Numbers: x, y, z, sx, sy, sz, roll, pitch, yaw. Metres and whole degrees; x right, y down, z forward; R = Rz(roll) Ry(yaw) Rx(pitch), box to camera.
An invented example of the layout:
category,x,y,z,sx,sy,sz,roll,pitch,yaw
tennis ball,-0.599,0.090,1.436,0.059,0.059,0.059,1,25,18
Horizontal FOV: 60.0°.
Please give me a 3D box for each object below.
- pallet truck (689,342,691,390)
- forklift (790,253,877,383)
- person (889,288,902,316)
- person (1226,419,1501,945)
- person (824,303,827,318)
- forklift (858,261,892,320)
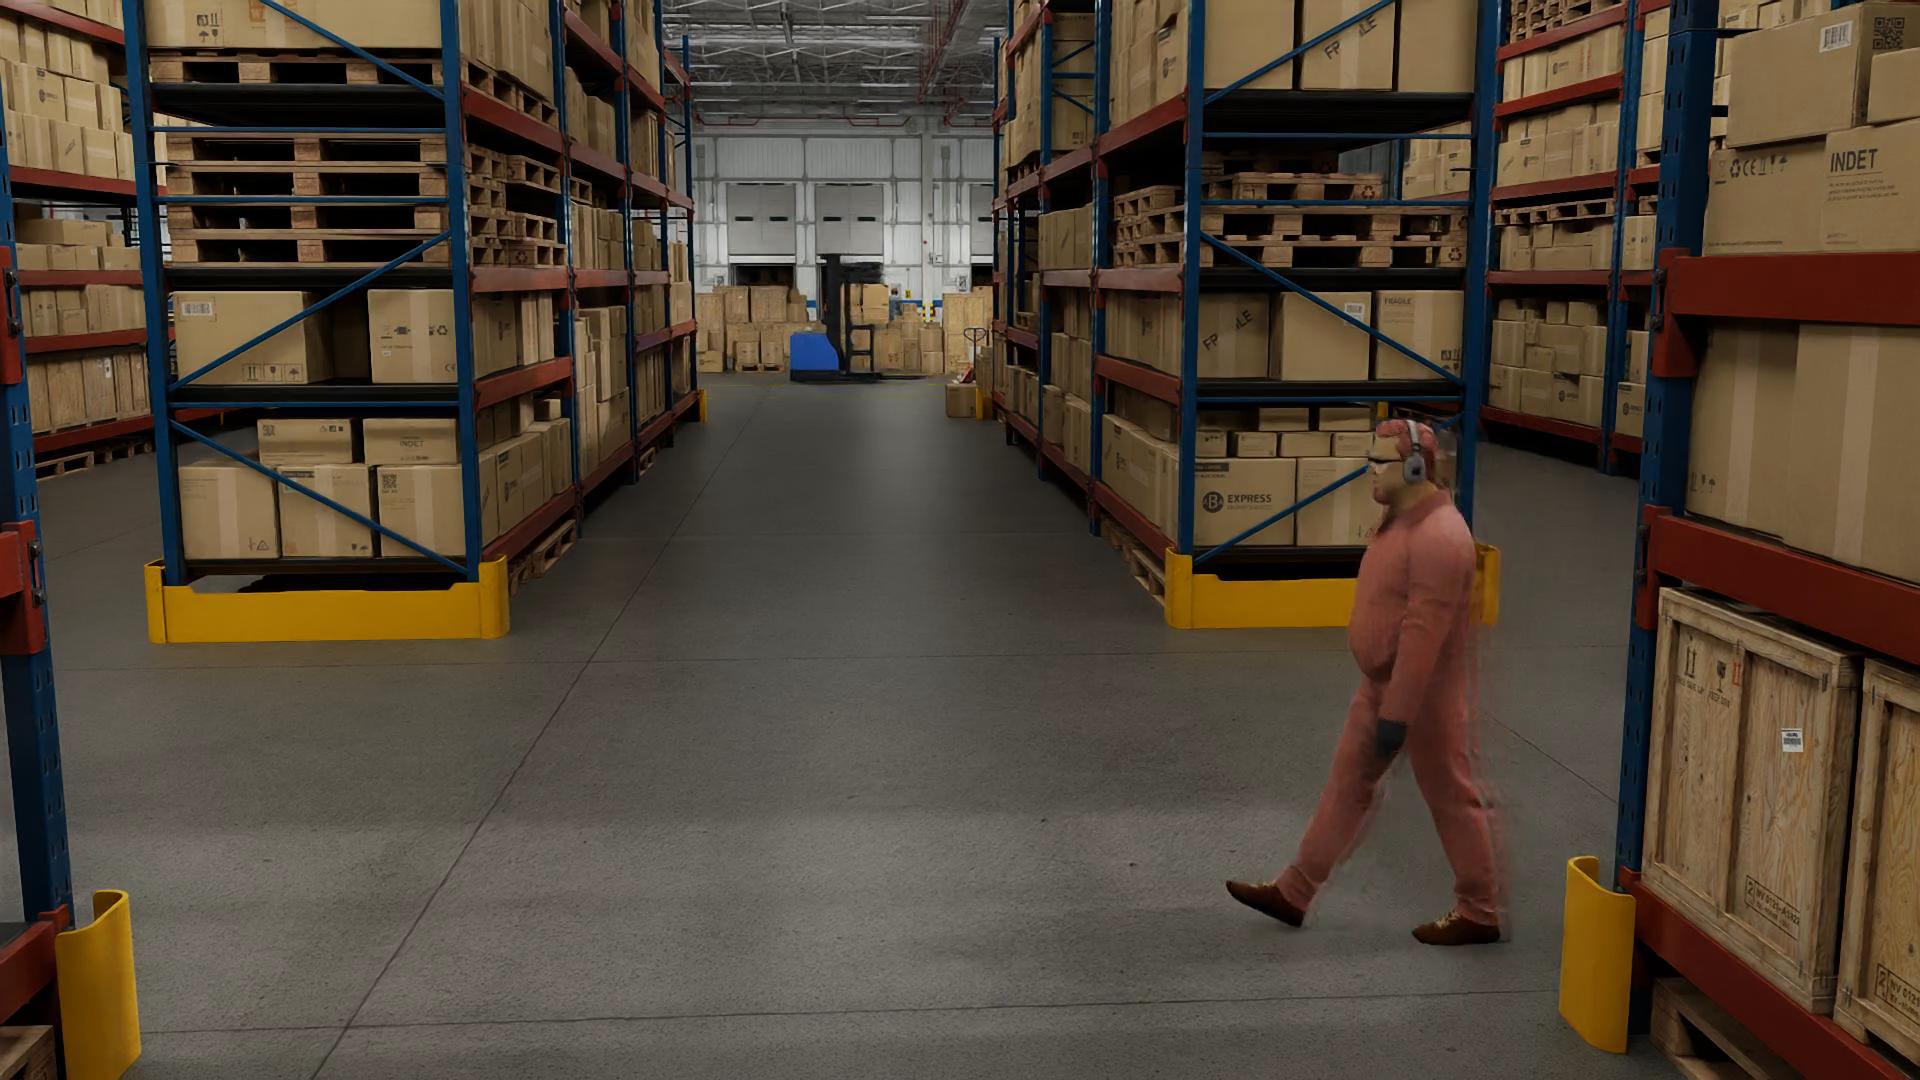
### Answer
category,x,y,z,sx,sy,sz,roll,pitch,yaw
pallet truck,-5.225,-3.008,27.480,1.885,1.965,0.823,2,9,14
forklift,-2.773,-4.840,36.219,1.873,2.768,1.129,-1,9,-4
person,-2.300,-7.821,57.933,0.635,1.928,0.381,3,10,20
person,1.468,0.513,5.790,0.976,1.852,0.676,0,9,-2
person,-4.488,-7.713,57.964,0.540,1.695,0.317,-4,10,-24
forklift,-3.114,-8.268,57.746,1.873,2.768,1.129,-8,12,-40
